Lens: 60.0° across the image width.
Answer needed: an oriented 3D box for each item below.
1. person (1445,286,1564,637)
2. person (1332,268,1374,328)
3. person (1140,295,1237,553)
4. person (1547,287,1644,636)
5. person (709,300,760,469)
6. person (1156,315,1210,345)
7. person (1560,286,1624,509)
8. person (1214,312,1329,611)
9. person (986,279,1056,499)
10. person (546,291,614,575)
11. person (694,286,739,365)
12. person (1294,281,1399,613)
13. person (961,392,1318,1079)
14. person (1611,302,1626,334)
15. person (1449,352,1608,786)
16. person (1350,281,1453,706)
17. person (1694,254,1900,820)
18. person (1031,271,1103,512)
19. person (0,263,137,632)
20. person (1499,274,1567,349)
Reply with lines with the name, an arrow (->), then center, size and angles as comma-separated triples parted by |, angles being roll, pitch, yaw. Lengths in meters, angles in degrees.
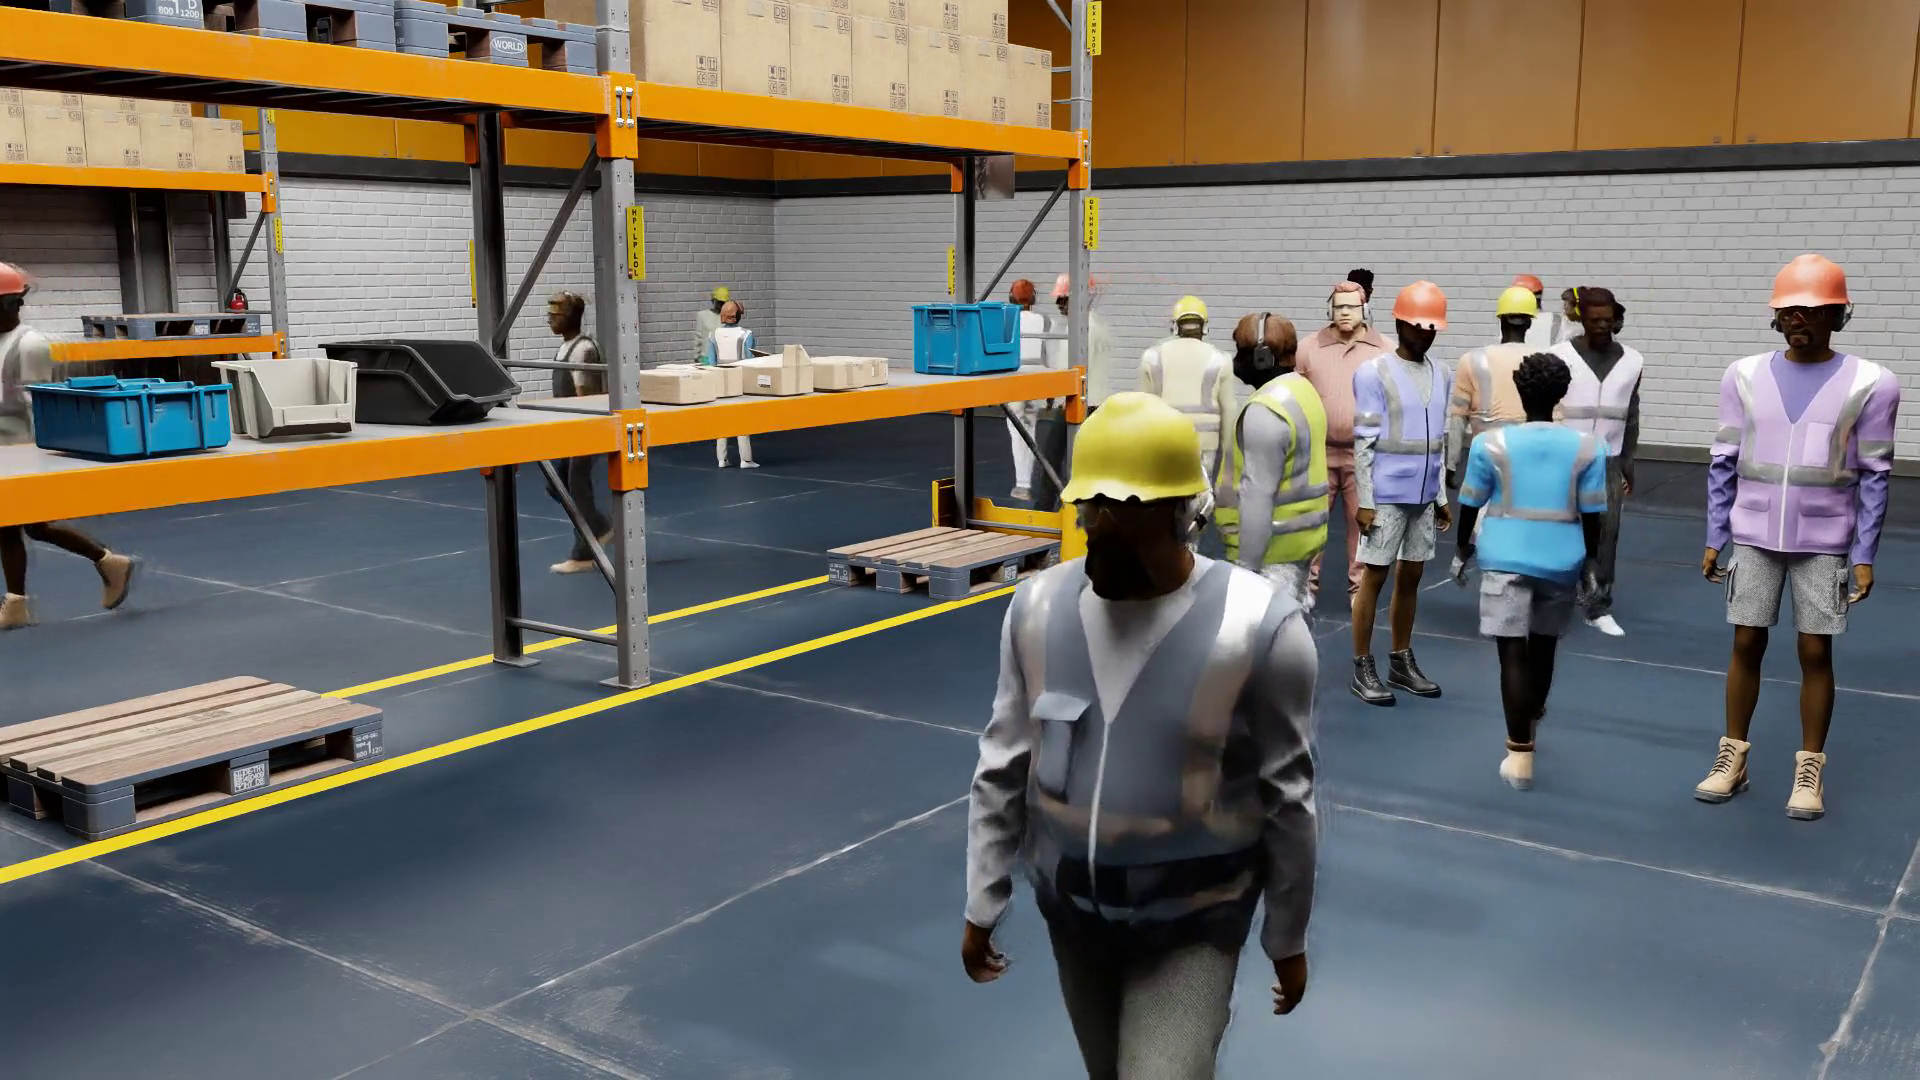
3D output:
person -> 3.001, -0.435, 9.094 | 0.591, 1.895, 0.852 | 0, 10, 2
person -> 3.736, -1.601, 15.832 | 0.378, 1.958, 0.607 | -3, 10, -16
person -> 1.414, -0.608, 10.353 | 0.633, 1.804, 0.439 | 3, 10, 17
person -> 3.439, -0.456, 9.244 | 0.604, 1.895, 0.775 | -1, 10, -4
person -> -2.199, -1.500, 16.163 | 0.514, 1.641, 0.308 | 3, 10, 20
person -> 1.973, -1.256, 14.724 | 0.498, 1.634, 0.278 | 1, 10, 7
person -> 5.063, -1.124, 13.378 | 0.642, 1.828, 0.403 | -4, 10, -23
person -> 1.196, 0.041, 6.440 | 0.432, 1.834, 0.619 | 4, 10, 24
person -> 0.478, -1.300, 14.312 | 0.594, 1.859, 0.766 | -4, 10, -22
person -> -2.462, -0.685, 10.737 | 0.428, 1.831, 0.519 | -6, 11, -30
person -> -2.928, -2.191, 20.042 | 0.552, 1.710, 0.586 | -1, 10, -6
person -> 2.170, -0.501, 9.421 | 0.642, 1.909, 0.399 | 2, 10, 14
person -> 0.250, 0.653, 2.875 | 0.610, 1.793, 0.846 | 6, 11, 33
person -> 5.452, -1.196, 14.235 | 0.446, 1.666, 0.611 | 4, 10, 20
person -> 2.242, 0.087, 6.624 | 0.550, 1.653, 0.830 | 1, 10, 6
person -> 2.045, -0.210, 7.625 | 0.542, 1.928, 0.374 | -5, 11, -28
person -> 3.034, -0.007, 6.075 | 0.607, 2.044, 0.374 | 8, 12, 38
person -> 0.949, -1.041, 12.510 | 0.998, 1.959, 0.610 | -2, 10, -11
person -> -5.063, -0.510, 9.136 | 0.613, 2.027, 0.767 | 8, 12, 38
person -> 4.939, -1.339, 14.411 | 0.576, 1.908, 0.415 | 2, 10, 11
